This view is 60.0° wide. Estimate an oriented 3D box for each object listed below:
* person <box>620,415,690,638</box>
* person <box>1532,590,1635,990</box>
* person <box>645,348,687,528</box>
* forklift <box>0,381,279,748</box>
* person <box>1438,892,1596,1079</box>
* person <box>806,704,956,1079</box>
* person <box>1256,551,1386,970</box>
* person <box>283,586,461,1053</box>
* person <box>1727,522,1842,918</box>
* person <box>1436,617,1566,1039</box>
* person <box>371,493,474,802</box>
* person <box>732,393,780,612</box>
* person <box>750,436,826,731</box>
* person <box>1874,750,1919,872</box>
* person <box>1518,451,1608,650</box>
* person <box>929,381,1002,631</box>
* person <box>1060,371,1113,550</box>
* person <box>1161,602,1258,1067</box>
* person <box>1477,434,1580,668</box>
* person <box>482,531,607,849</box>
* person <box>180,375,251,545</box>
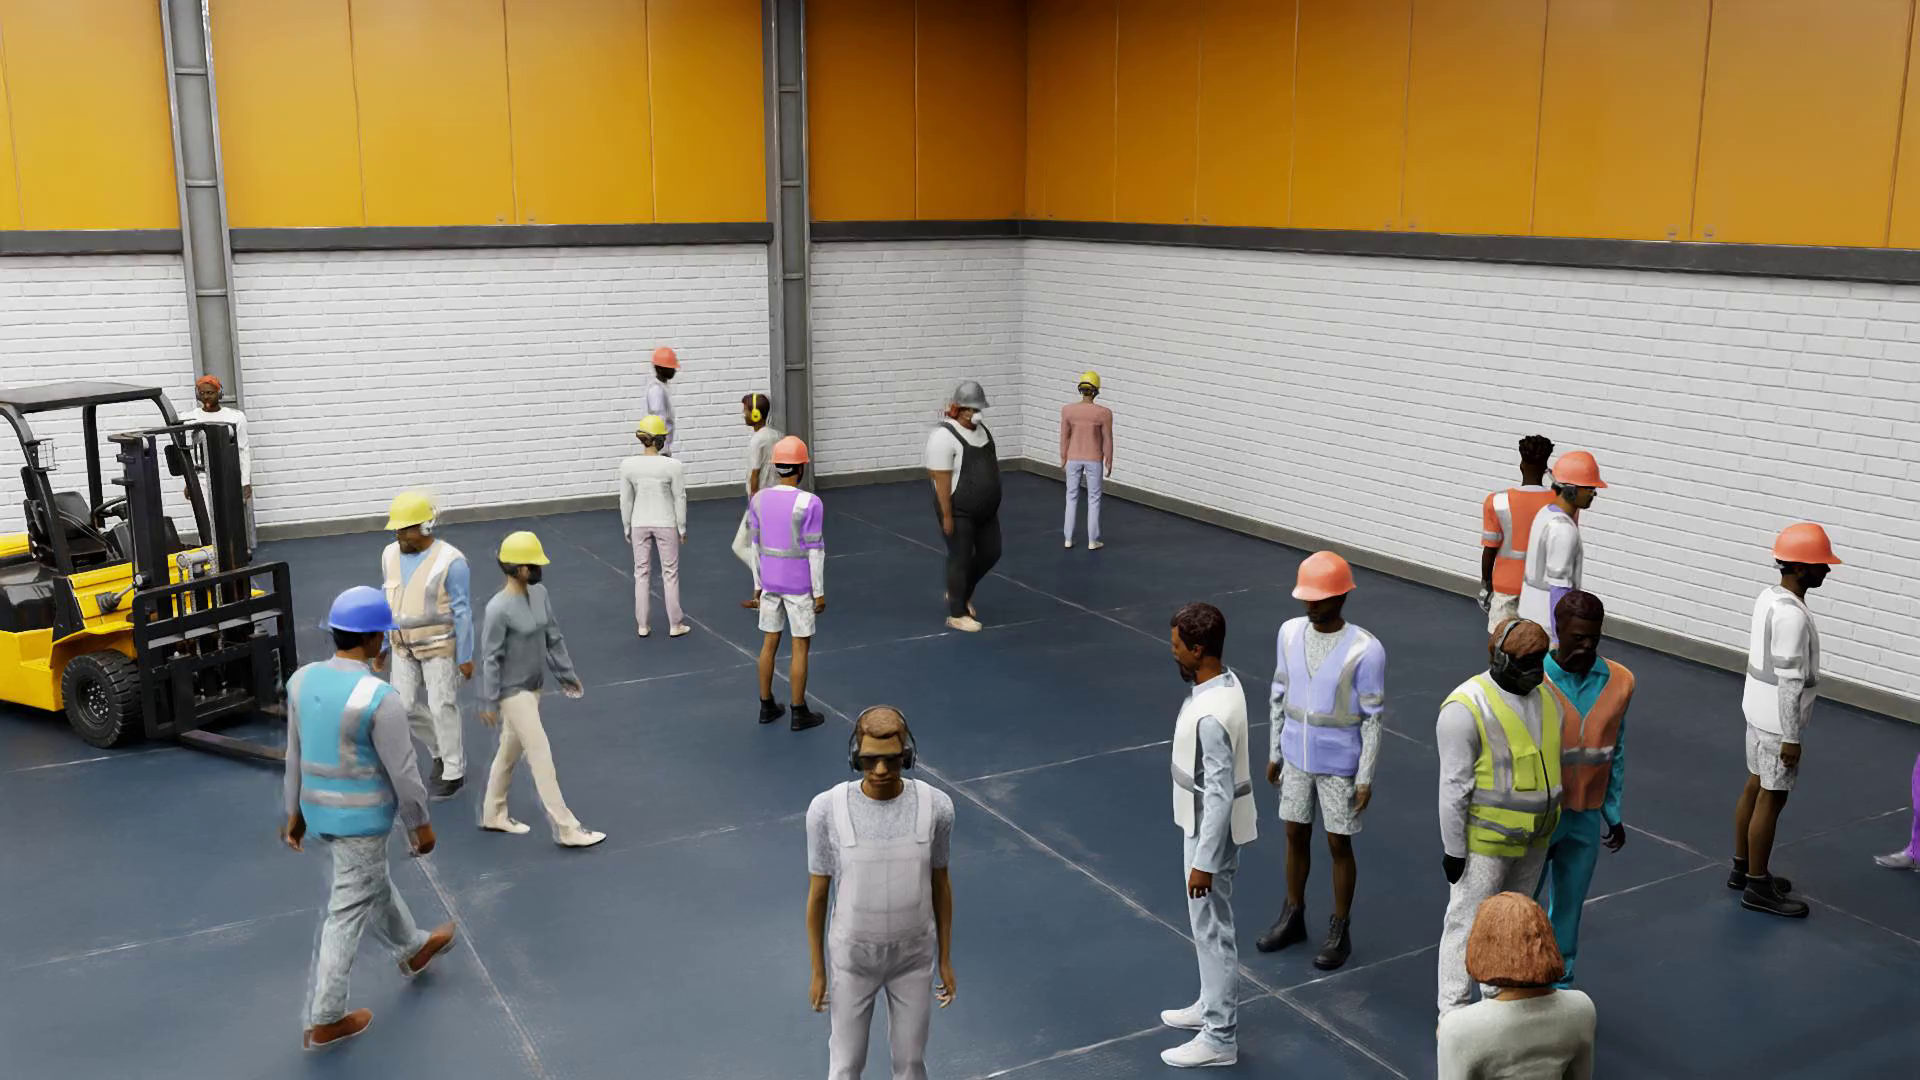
[{"bbox_3d":[-2.401,-0.101,13.092,0.526,1.765,0.329,1,12,5],"label":"person"},{"bbox_3d":[2.493,1.129,6.962,0.597,1.915,0.371,-2,12,-10],"label":"person"},{"bbox_3d":[-3.083,-1.012,17.051,0.526,1.919,0.619,-2,12,-7],"label":"person"},{"bbox_3d":[-5.853,0.085,11.199,2.313,2.155,1.214,7,14,28],"label":"forklift"},{"bbox_3d":[1.520,1.770,4.650,0.505,1.628,0.278,-4,13,-17],"label":"person"},{"bbox_3d":[-0.263,1.439,5.677,0.506,1.845,0.342,-2,12,-10],"label":"person"},{"bbox_3d":[1.623,0.993,7.555,0.551,1.933,0.378,11,16,42],"label":"person"},{"bbox_3d":[-2.451,1.121,7.045,0.628,1.895,0.971,8,14,32],"label":"person"},{"bbox_3d":[4.034,0.865,8.151,0.358,1.938,0.542,3,12,13],"label":"person"},{"bbox_3d":[2.212,1.207,6.778,0.633,1.840,0.429,-7,14,-30],"label":"person"},{"bbox_3d":[-3.084,0.607,9.645,0.603,1.809,0.457,5,13,23],"label":"person"},{"bbox_3d":[-1.683,-0.299,13.796,0.376,1.853,0.566,3,12,15],"label":"person"},{"bbox_3d":[-1.119,0.277,10.959,0.560,1.924,0.424,7,14,31],"label":"person"},{"bbox_3d":[5.137,0.893,8.499,0.582,1.731,0.574,8,14,33],"label":"person"},{"bbox_3d":[3.507,0.475,9.790,0.454,2.029,0.620,2,12,9],"label":"person"},{"bbox_3d":[0.071,-0.283,13.287,0.537,2.000,0.690,10,16,40],"label":"person"},{"bbox_3d":[1.241,-0.773,16.269,0.531,1.755,0.339,4,13,16],"label":"person"},{"bbox_3d":[1.013,1.184,6.713,0.377,1.912,0.592,2,12,9],"label":"person"},{"bbox_3d":[3.669,0.290,10.779,0.606,1.966,0.367,2,12,11],"label":"person"},{"bbox_3d":[-2.263,0.806,8.922,0.877,1.730,0.540,3,12,12],"label":"person"},{"bbox_3d":[-6.612,-0.525,14.796,0.572,1.883,0.353,-3,12,-15],"label":"person"}]
